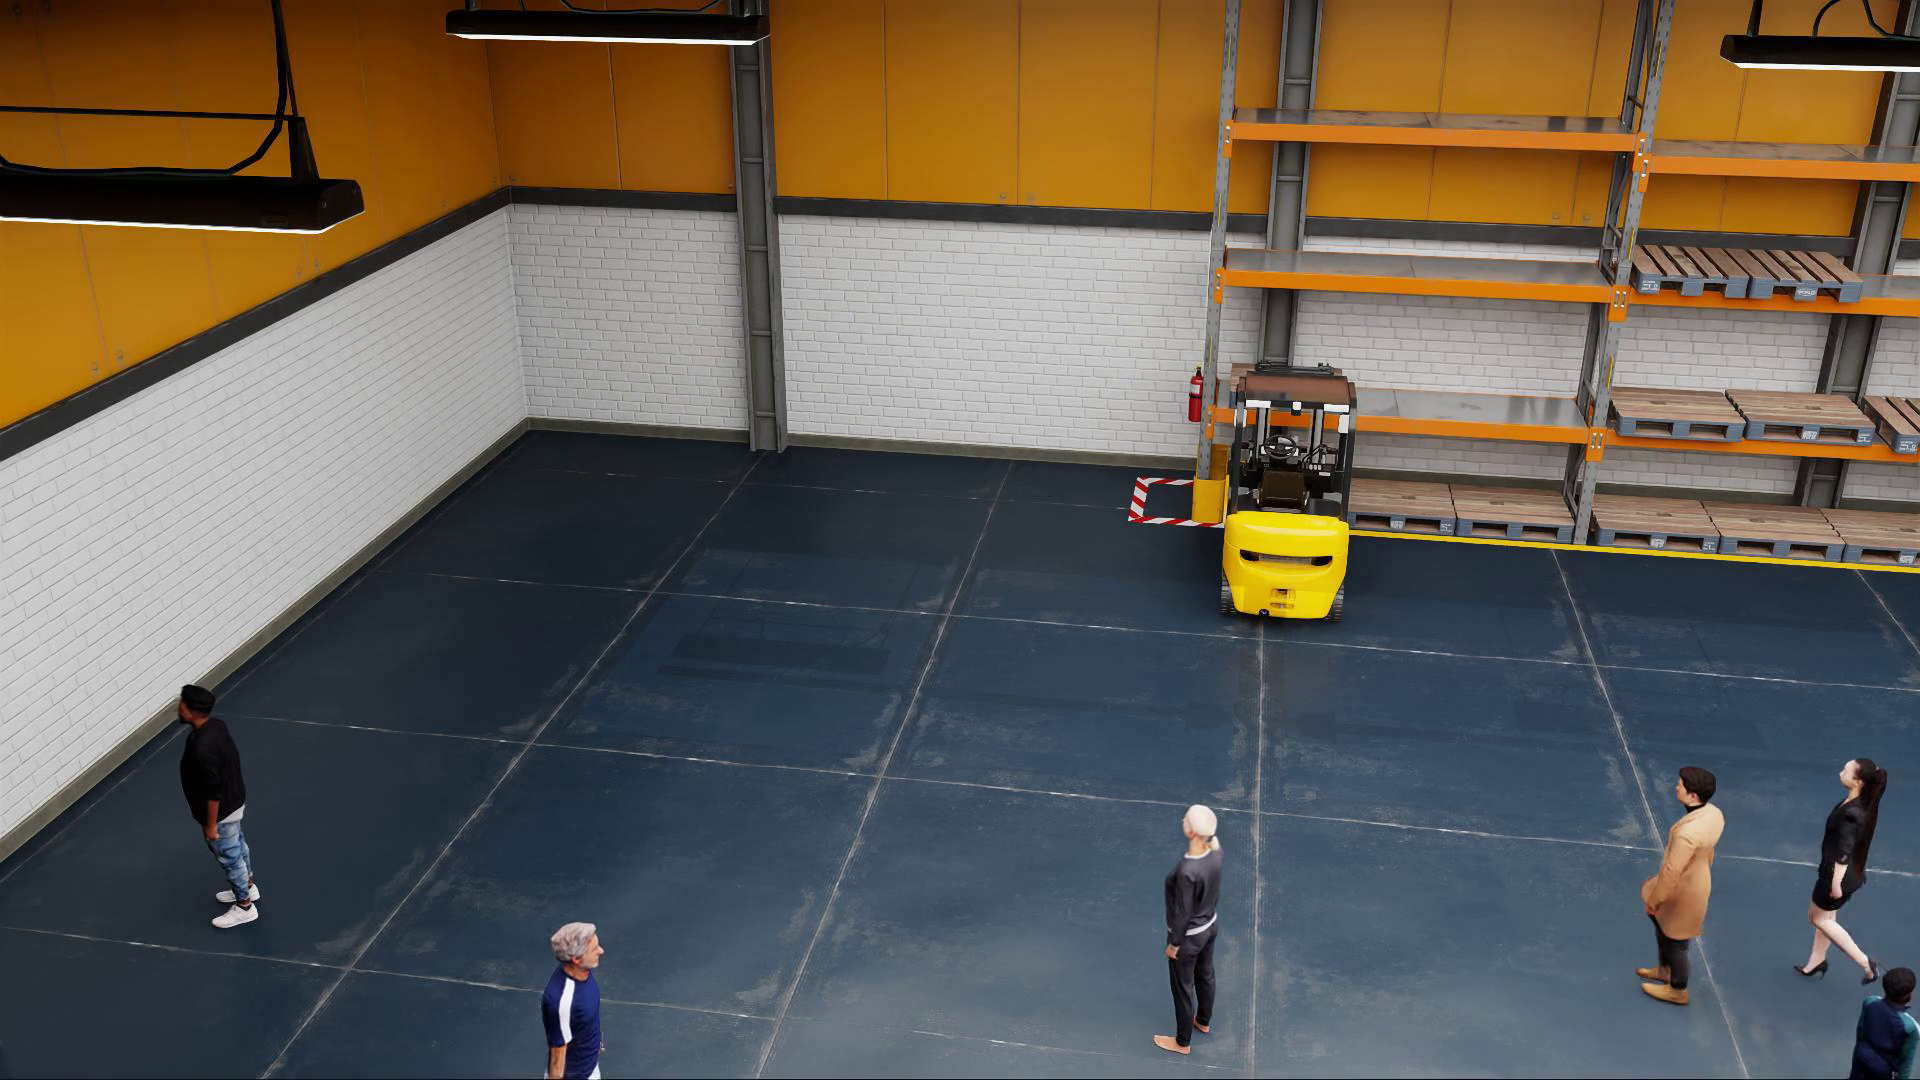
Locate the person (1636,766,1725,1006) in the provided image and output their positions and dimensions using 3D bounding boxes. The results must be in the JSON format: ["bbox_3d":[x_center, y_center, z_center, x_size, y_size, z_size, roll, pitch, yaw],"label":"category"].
[{"bbox_3d":[4.676,2.229,10.544,0.856,1.714,0.827,18,30,36],"label":"person"}]

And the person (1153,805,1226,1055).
[{"bbox_3d":[1.435,2.368,10.209,0.681,1.727,0.677,18,30,36],"label":"person"}]

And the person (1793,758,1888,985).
[{"bbox_3d":[5.753,2.182,10.686,0.893,1.685,0.800,19,30,37],"label":"person"}]

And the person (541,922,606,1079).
[{"bbox_3d":[-2.183,2.863,9.018,1.295,1.775,0.884,-2,24,-5],"label":"person"}]

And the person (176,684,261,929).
[{"bbox_3d":[-5.082,1.792,11.416,0.758,1.815,0.779,-6,24,-14],"label":"person"}]

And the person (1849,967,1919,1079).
[{"bbox_3d":[5.176,2.975,9.430,0.856,1.238,0.767,-12,26,-25],"label":"person"}]
